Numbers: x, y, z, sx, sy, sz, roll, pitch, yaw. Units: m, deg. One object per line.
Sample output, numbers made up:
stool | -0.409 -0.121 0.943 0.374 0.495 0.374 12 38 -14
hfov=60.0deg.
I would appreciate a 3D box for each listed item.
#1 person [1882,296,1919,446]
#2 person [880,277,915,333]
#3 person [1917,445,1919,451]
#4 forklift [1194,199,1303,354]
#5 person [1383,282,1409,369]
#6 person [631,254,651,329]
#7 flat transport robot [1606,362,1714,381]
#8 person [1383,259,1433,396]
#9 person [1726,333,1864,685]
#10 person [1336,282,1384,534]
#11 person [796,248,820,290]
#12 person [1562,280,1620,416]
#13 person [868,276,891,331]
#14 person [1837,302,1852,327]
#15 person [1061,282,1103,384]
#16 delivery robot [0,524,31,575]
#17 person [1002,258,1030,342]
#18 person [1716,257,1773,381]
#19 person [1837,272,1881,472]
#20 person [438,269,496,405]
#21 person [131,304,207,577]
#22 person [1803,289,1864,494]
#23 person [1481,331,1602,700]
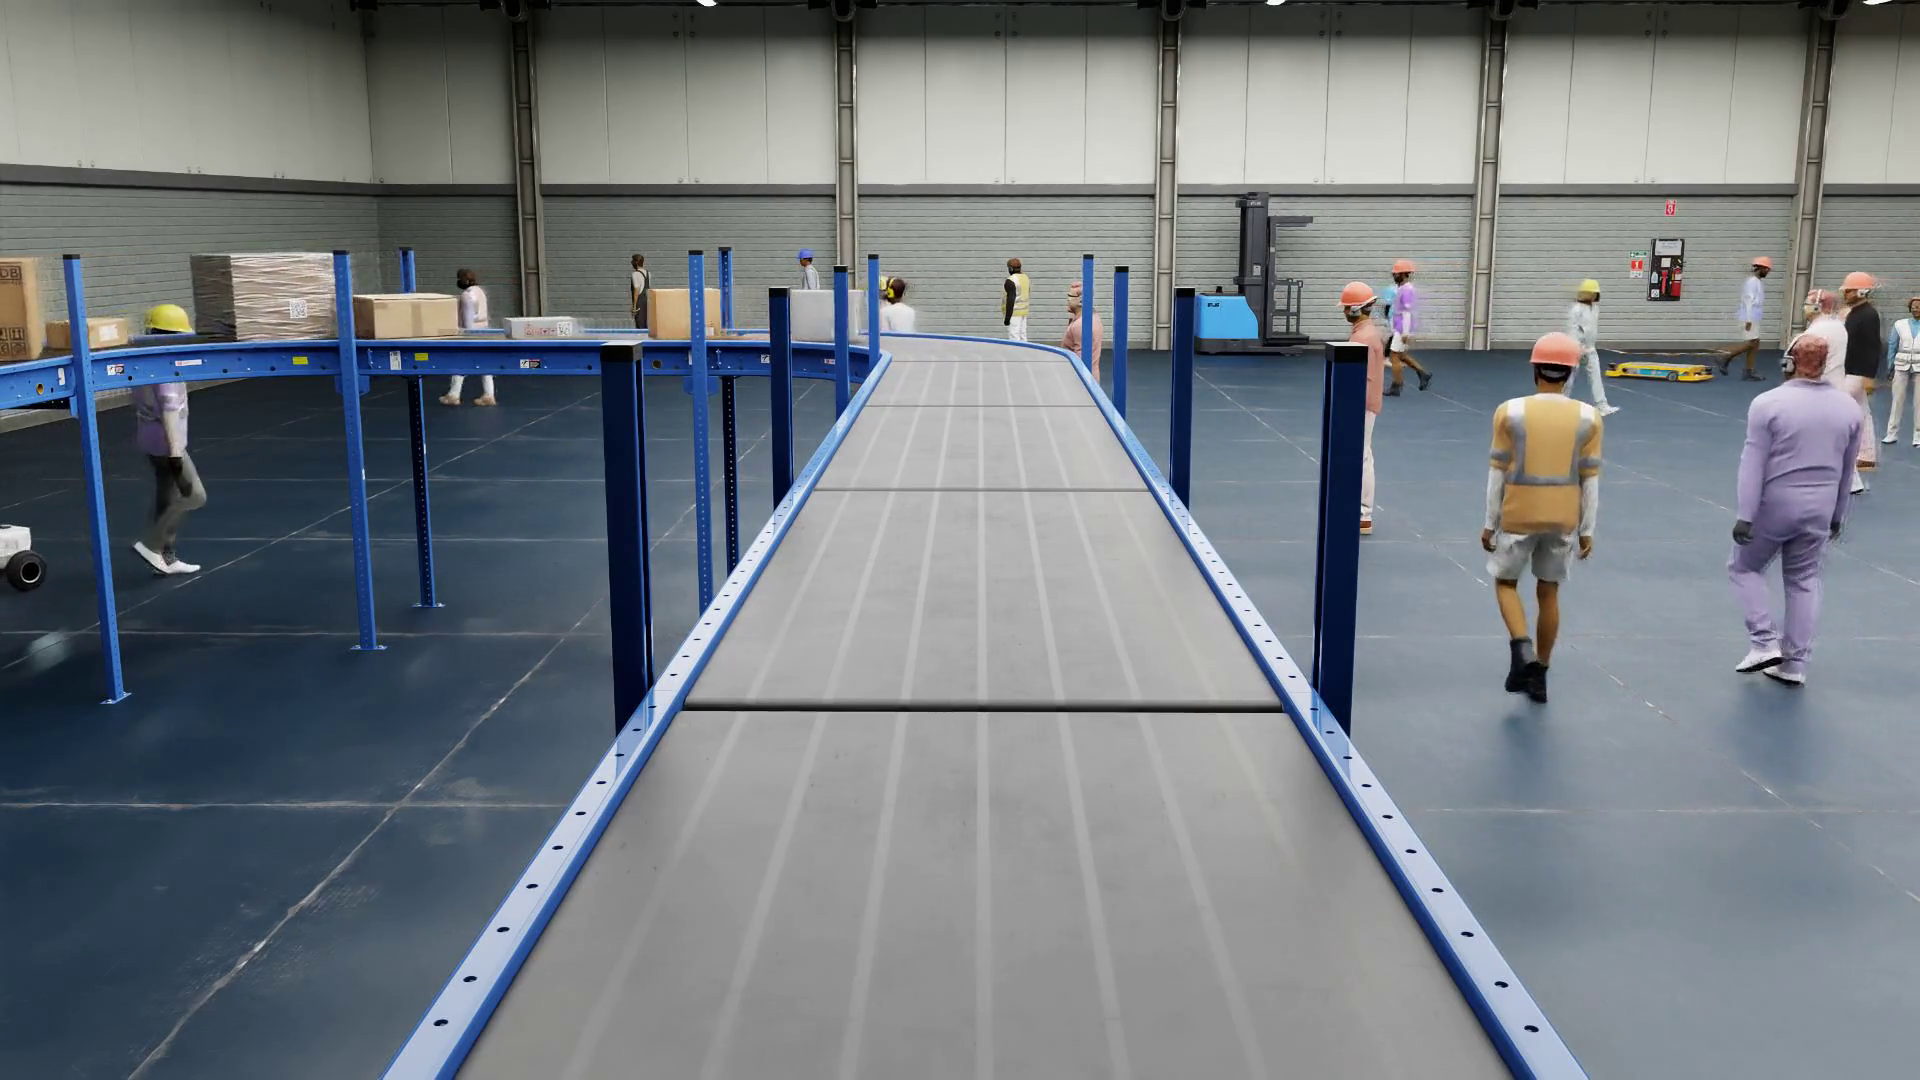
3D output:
person | 10.515 -1.868 18.360 0.523 1.639 0.306 9 14 40
person | -0.691 -1.915 18.029 0.448 1.860 0.540 10 15 41
person | 10.535 -1.787 17.491 0.935 1.814 0.549 -6 12 -26
forklift | 5.313 -4.851 30.603 1.873 2.768 1.129 0 11 1
person | 7.296 -3.656 27.494 0.550 1.646 0.860 -8 14 -35
person | -5.715 -4.197 29.796 0.327 1.844 0.514 5 12 22
flat transport robot | 10.929 -2.642 25.972 1.431 0.197 0.652 10 15 42
person | 6.289 -2.983 23.368 0.631 1.918 0.565 3 11 17
person | 4.451 -0.164 8.947 0.679 1.889 0.443 -1 11 -6
person | 3.168 -1.053 13.273 0.391 1.989 0.610 2 11 12
person | -2.681 -4.182 29.454 0.405 1.945 0.615 -1 11 -7
person | 7.883 -2.381 20.804 0.507 1.702 0.849 -6 13 -28
person | -0.941 -2.438 20.980 0.410 1.750 0.559 9 14 38
person | 11.194 -2.405 21.200 0.760 1.605 0.502 1 11 7
person | 1.098 -1.423 15.373 0.409 1.912 0.647 2 11 13
delivery robot | -6.606 0.062 11.103 0.477 0.478 0.707 5 12 25
person | 0.890 -3.634 26.929 0.430 1.838 0.623 6 13 30
person | 12.115 -3.402 25.612 0.635 1.890 0.620 8 13 34
person | 8.707 -1.651 16.416 0.900 1.956 0.650 3 11 15
person | -6.636 -2.708 22.243 0.837 1.811 0.633 2 11 10
person | -5.480 -0.669 11.531 0.473 1.901 0.682 -8 14 -35
person | 7.824 -1.346 15.144 1.007 1.855 0.663 10 15 43
person | 3.001 -0.107 8.582 0.565 1.919 0.547 1 11 6
